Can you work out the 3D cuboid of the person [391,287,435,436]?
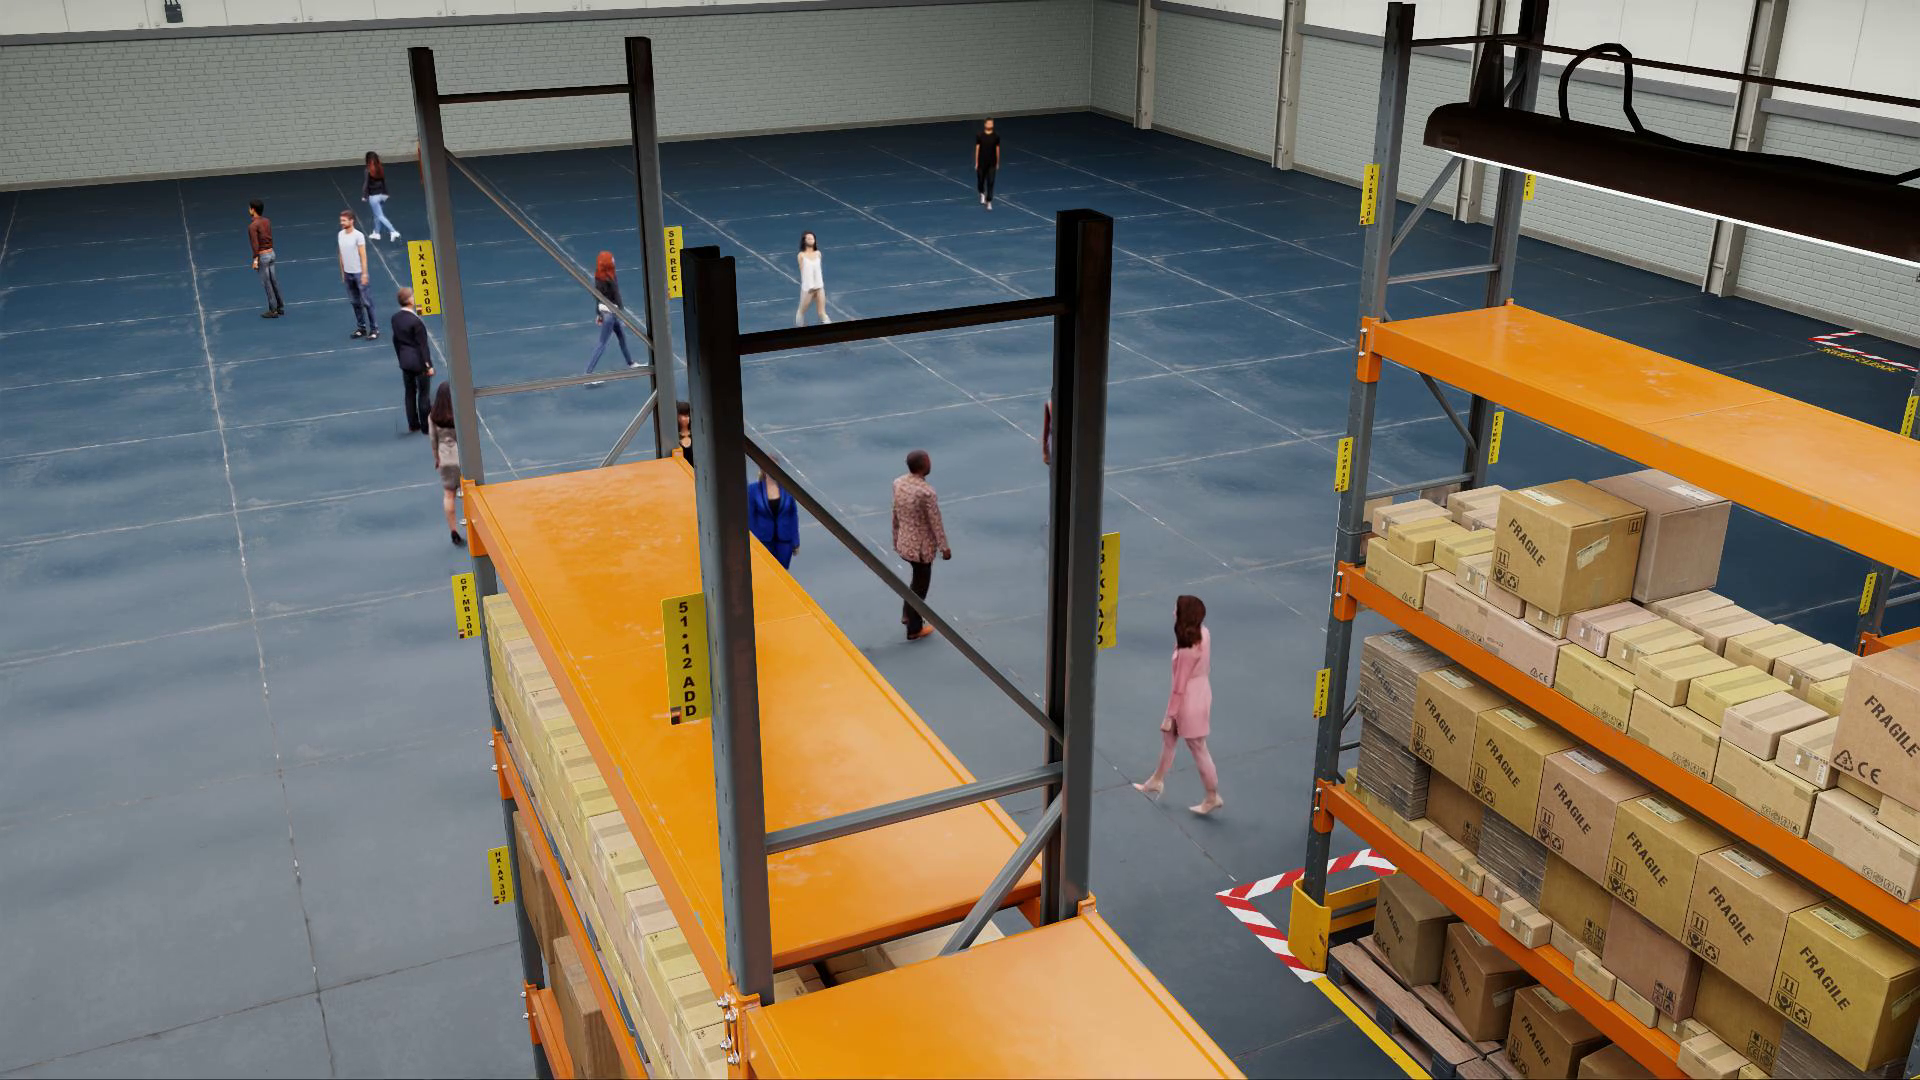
[{"bbox_3d":[-6.641,-2.188,20.234,0.724,1.815,0.844,14,27,30],"label":"person"}]

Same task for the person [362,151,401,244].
[{"bbox_3d":[-10.352,-6.087,29.677,1.172,1.599,1.042,11,25,24],"label":"person"}]

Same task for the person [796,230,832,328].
[{"bbox_3d":[-2.042,-3.535,23.639,0.693,1.628,1.016,-15,27,-31],"label":"person"}]

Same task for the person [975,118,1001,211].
[{"bbox_3d":[0.519,-7.355,32.476,0.882,1.742,1.096,-1,23,-3],"label":"person"}]

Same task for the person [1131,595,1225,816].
[{"bbox_3d":[1.784,1.252,12.201,1.064,1.771,0.995,9,25,20],"label":"person"}]

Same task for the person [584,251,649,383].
[{"bbox_3d":[-4.717,-2.899,22.008,0.878,1.735,1.242,-18,29,-36],"label":"person"}]

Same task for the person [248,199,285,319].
[{"bbox_3d":[-10.514,-4.264,25.160,0.779,1.780,0.673,4,23,10],"label":"person"}]

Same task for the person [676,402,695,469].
[{"bbox_3d":[-2.764,-0.627,16.827,0.799,1.609,1.112,-3,23,-7],"label":"person"}]

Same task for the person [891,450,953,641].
[{"bbox_3d":[-0.439,0.071,14.951,0.794,1.792,0.623,-16,28,-33],"label":"person"}]

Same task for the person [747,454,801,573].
[{"bbox_3d":[-1.738,-0.005,15.257,0.650,1.691,0.599,-7,24,-17],"label":"person"}]

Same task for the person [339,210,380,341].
[{"bbox_3d":[-8.727,-3.847,24.069,0.679,1.865,0.749,9,25,21],"label":"person"}]
